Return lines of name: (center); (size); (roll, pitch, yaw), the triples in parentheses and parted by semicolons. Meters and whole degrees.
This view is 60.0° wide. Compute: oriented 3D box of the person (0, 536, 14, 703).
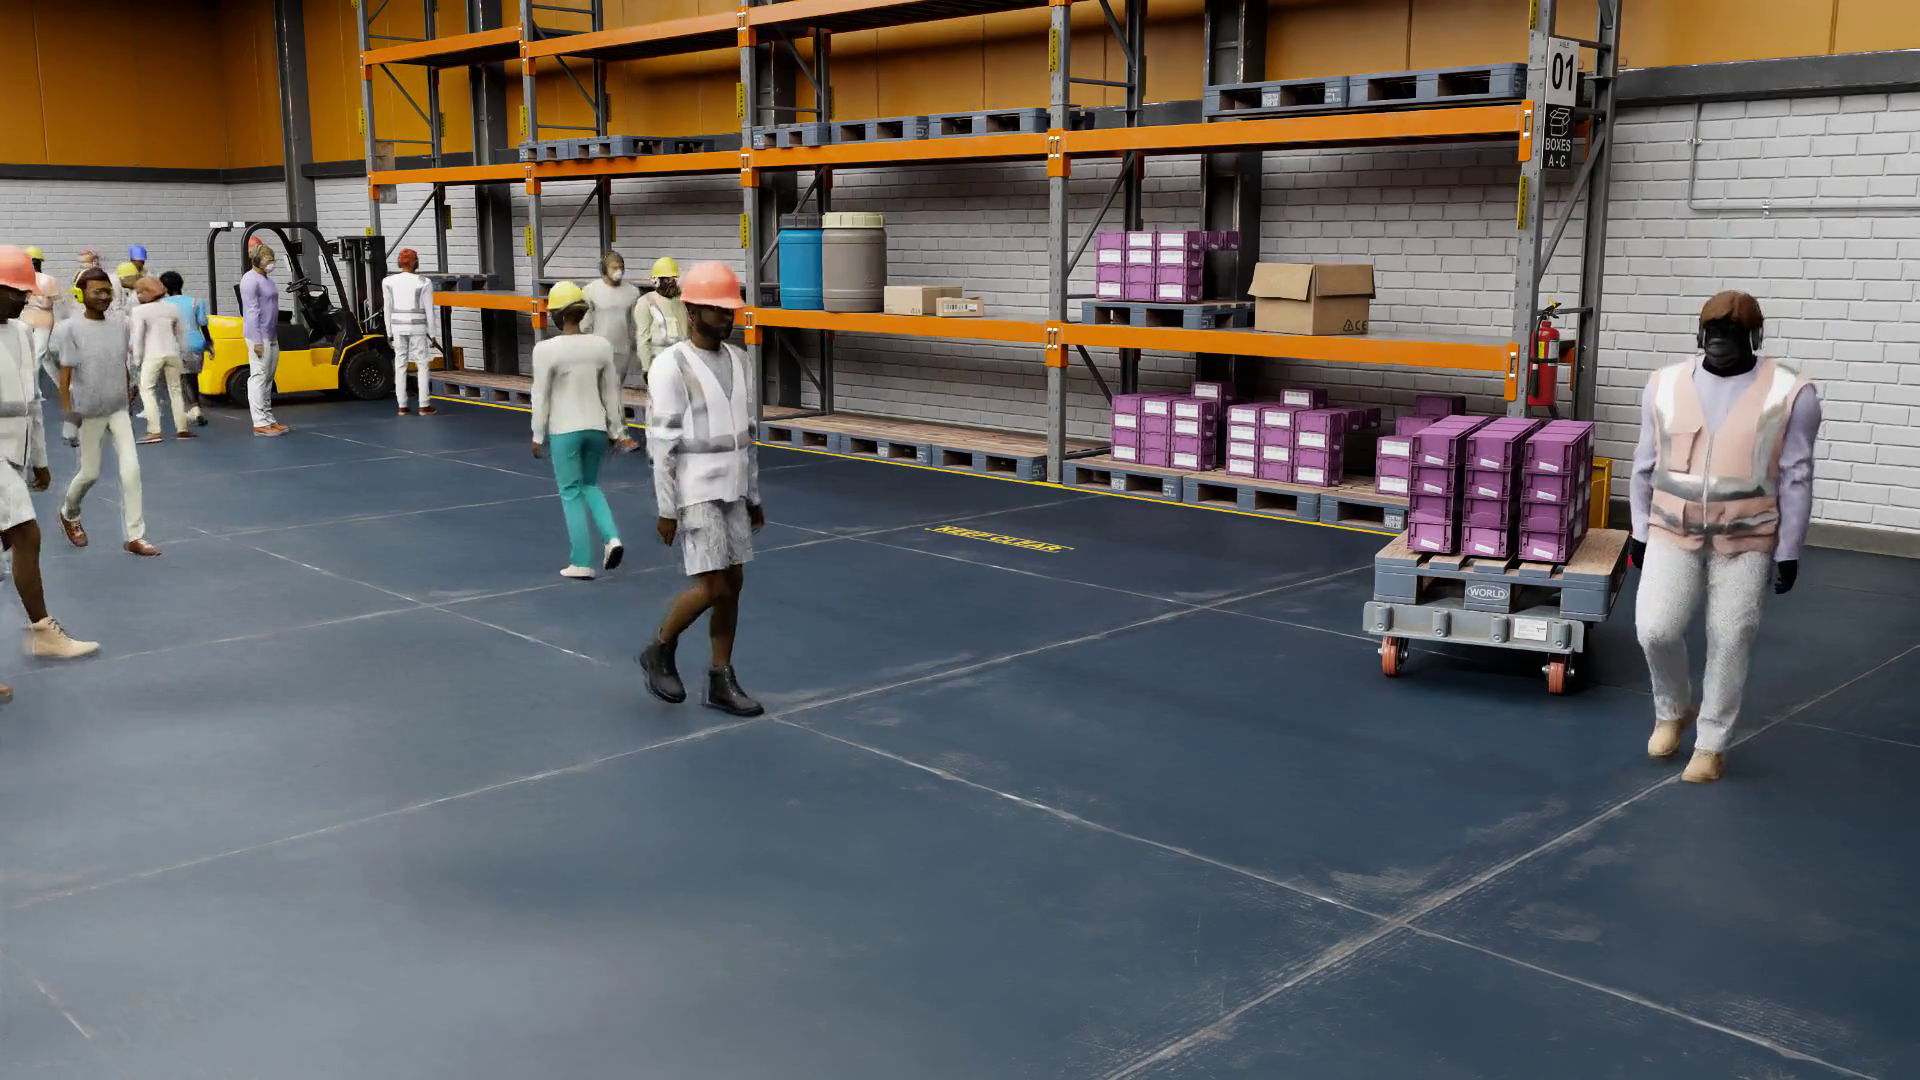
person: (-4.177, -0.186, 6.886); (0.524, 1.917, 0.645); (-6, 12, -29)

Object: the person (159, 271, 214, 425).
person: (-8.302, -2.060, 17.850); (0.568, 1.654, 0.827); (-8, 13, -39)

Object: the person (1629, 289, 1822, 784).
person: (2.783, -0.004, 6.147); (0.646, 1.826, 0.447); (7, 13, 35)

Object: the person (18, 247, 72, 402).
person: (-11.251, -2.647, 20.435); (0.601, 1.867, 1.018); (3, 11, 14)

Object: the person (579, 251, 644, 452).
person: (-3.316, -1.795, 15.838); (0.647, 1.880, 1.019); (-9, 14, -41)

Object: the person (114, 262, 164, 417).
person: (-9.113, -2.212, 18.455); (0.407, 1.714, 0.505); (-5, 12, -25)

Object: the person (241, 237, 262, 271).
person: (-10.453, -3.495, 24.728); (0.375, 1.995, 0.611); (-2, 11, -9)

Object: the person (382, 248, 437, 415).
person: (-6.197, -2.336, 18.748); (0.574, 1.877, 0.352); (0, 10, 0)

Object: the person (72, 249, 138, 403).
person: (-10.024, -2.461, 19.460); (0.675, 1.872, 0.880); (4, 11, 20)

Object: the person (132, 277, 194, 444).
person: (-7.877, -1.765, 16.348); (0.326, 1.615, 0.758); (6, 12, 28)

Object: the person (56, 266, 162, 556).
person: (-5.511, -0.818, 10.583); (0.874, 1.838, 0.515); (6, 12, 31)

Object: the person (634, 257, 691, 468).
person: (-2.541, -1.536, 14.483); (0.403, 1.834, 0.589); (7, 12, 33)

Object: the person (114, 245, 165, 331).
person: (-10.935, -2.975, 22.156); (0.629, 1.907, 0.902); (-8, 13, -38)

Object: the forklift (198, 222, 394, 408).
forklift: (-8.169, -2.758, 20.163); (2.313, 2.155, 1.214); (-10, 14, -44)

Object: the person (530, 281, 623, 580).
person: (-2.268, -0.633, 9.777); (0.365, 1.757, 0.524); (9, 14, 41)

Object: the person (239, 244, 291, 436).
person: (-7.071, -2.026, 16.893); (0.375, 1.933, 0.627); (-1, 10, -5)

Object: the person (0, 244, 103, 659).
person: (-4.674, -0.406, 7.926); (0.957, 1.991, 0.632); (0, 10, 1)

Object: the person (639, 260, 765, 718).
person: (-1.064, -0.203, 6.987); (0.474, 1.923, 0.542); (7, 12, 32)
